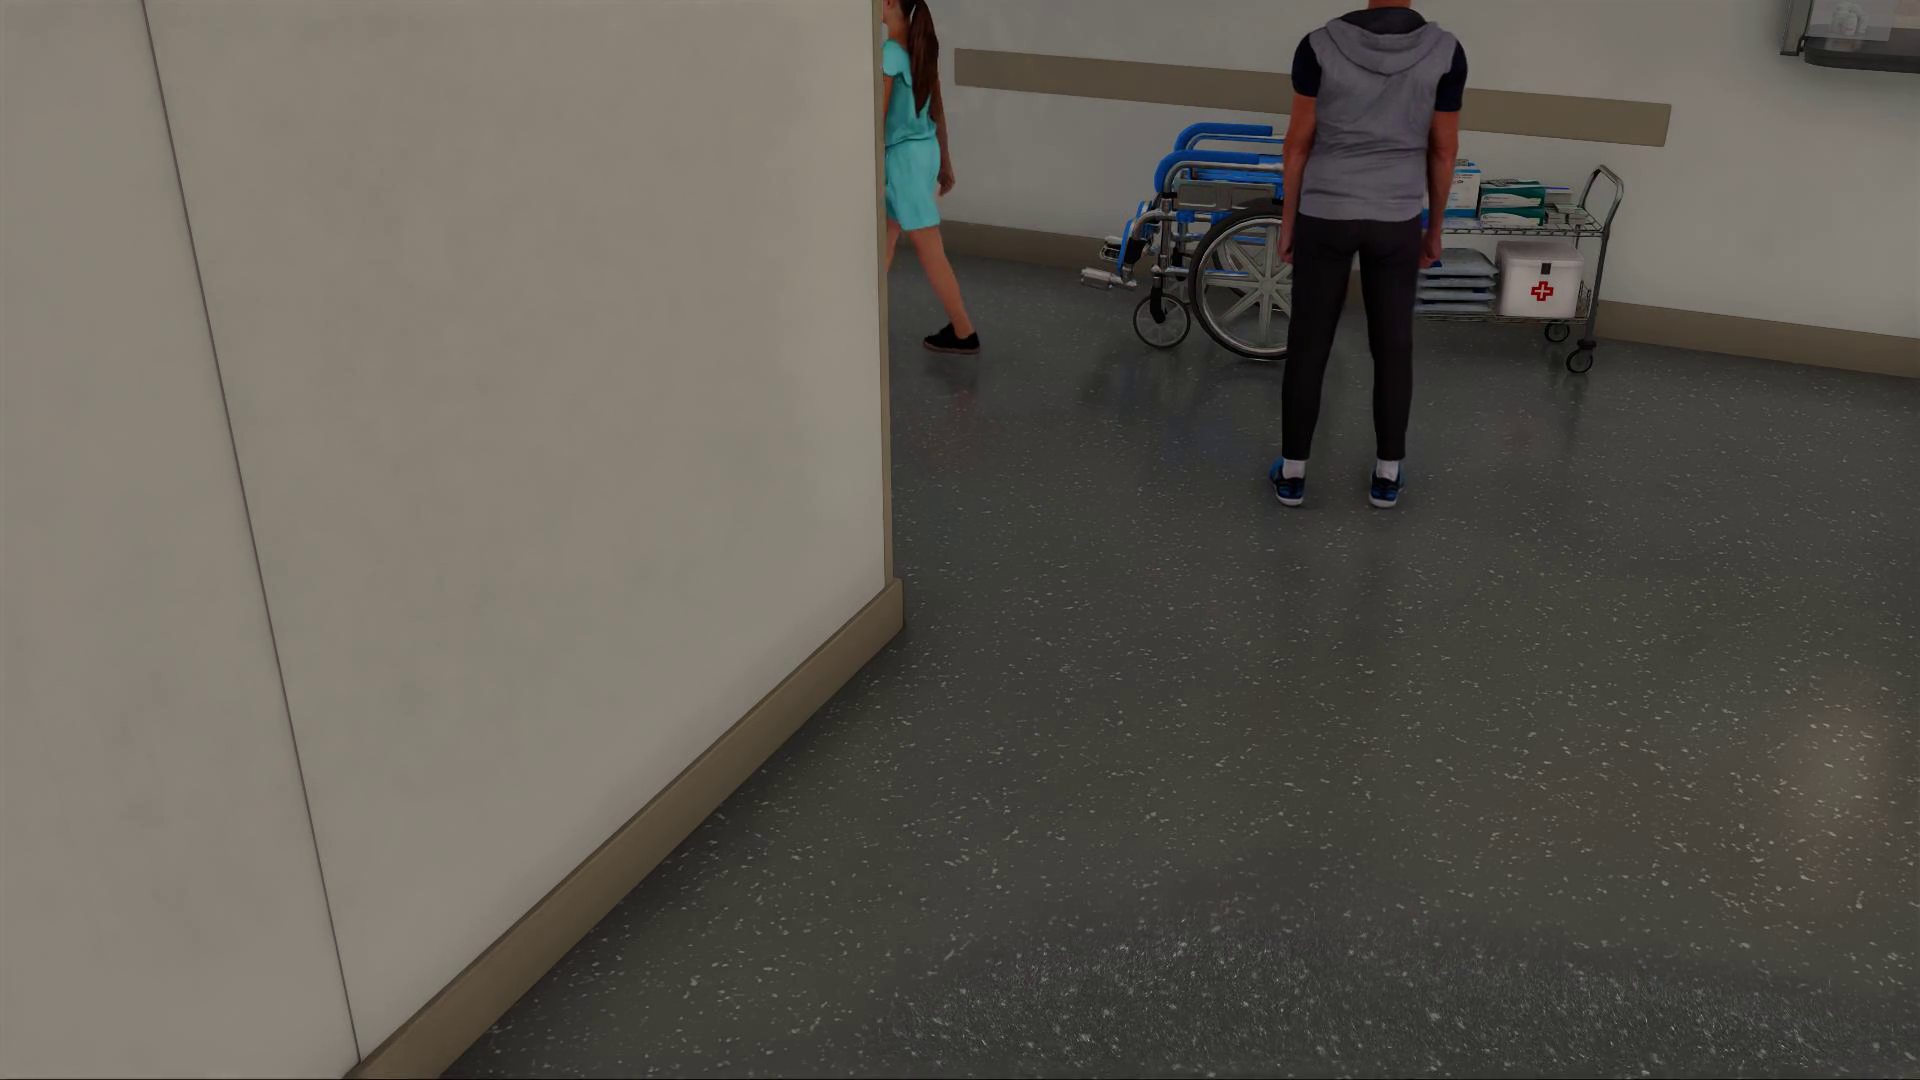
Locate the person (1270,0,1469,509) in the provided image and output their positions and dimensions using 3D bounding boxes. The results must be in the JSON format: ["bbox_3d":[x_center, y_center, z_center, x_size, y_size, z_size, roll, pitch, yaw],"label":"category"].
[{"bbox_3d":[1.266,-0.978,5.245,0.749,1.813,0.683,3,26,6],"label":"person"}]

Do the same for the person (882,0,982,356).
[{"bbox_3d":[-0.144,-1.451,6.570,0.673,1.515,0.999,14,29,27],"label":"person"}]
